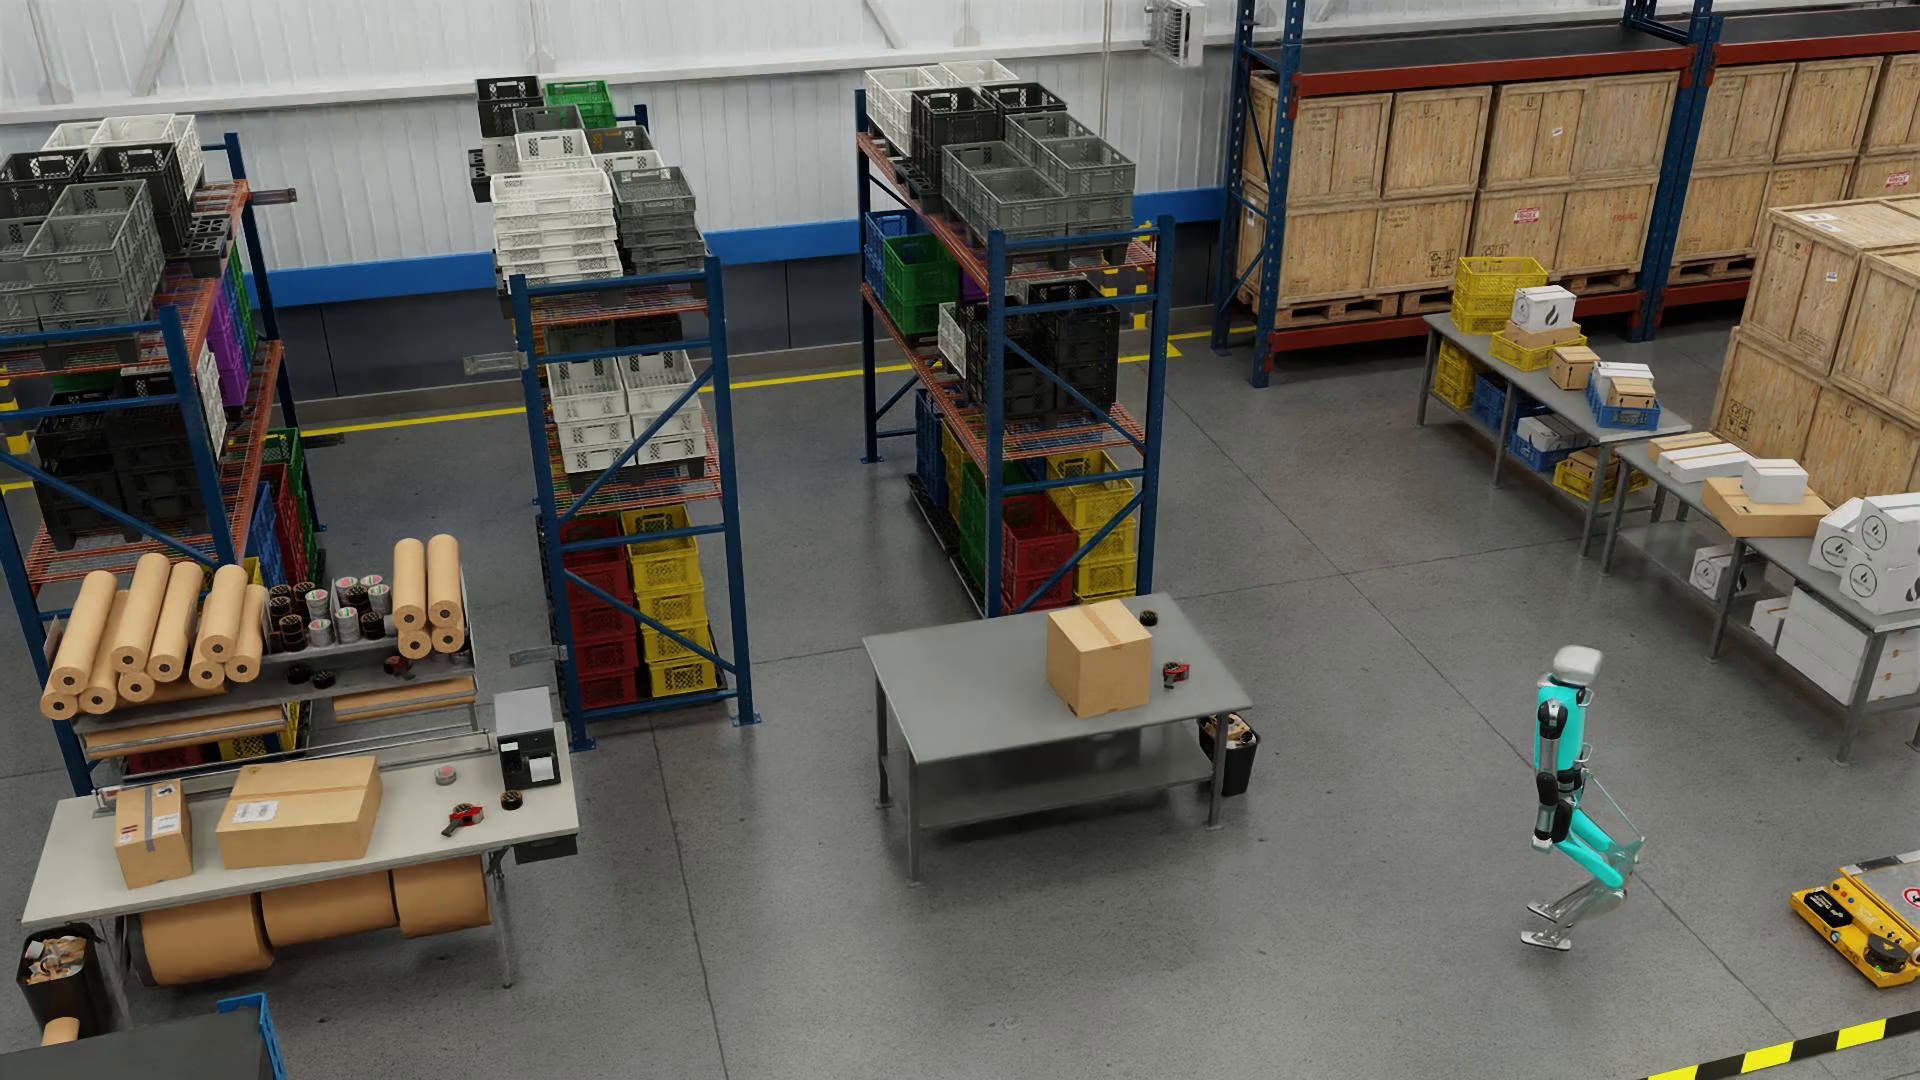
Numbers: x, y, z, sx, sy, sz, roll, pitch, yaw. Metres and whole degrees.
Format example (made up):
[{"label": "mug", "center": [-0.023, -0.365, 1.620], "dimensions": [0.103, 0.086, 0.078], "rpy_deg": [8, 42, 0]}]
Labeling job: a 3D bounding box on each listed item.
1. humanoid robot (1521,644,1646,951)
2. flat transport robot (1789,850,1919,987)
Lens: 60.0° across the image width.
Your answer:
[{"label": "humanoid robot", "center": [3.093, 1.312, 8.116], "dimensions": [0.735, 1.671, 0.533], "rpy_deg": [15, 32, 25]}, {"label": "flat transport robot", "center": [5.163, 1.916, 8.676], "dimensions": [1.431, 0.231, 0.659], "rpy_deg": [-8, 30, -14]}]
